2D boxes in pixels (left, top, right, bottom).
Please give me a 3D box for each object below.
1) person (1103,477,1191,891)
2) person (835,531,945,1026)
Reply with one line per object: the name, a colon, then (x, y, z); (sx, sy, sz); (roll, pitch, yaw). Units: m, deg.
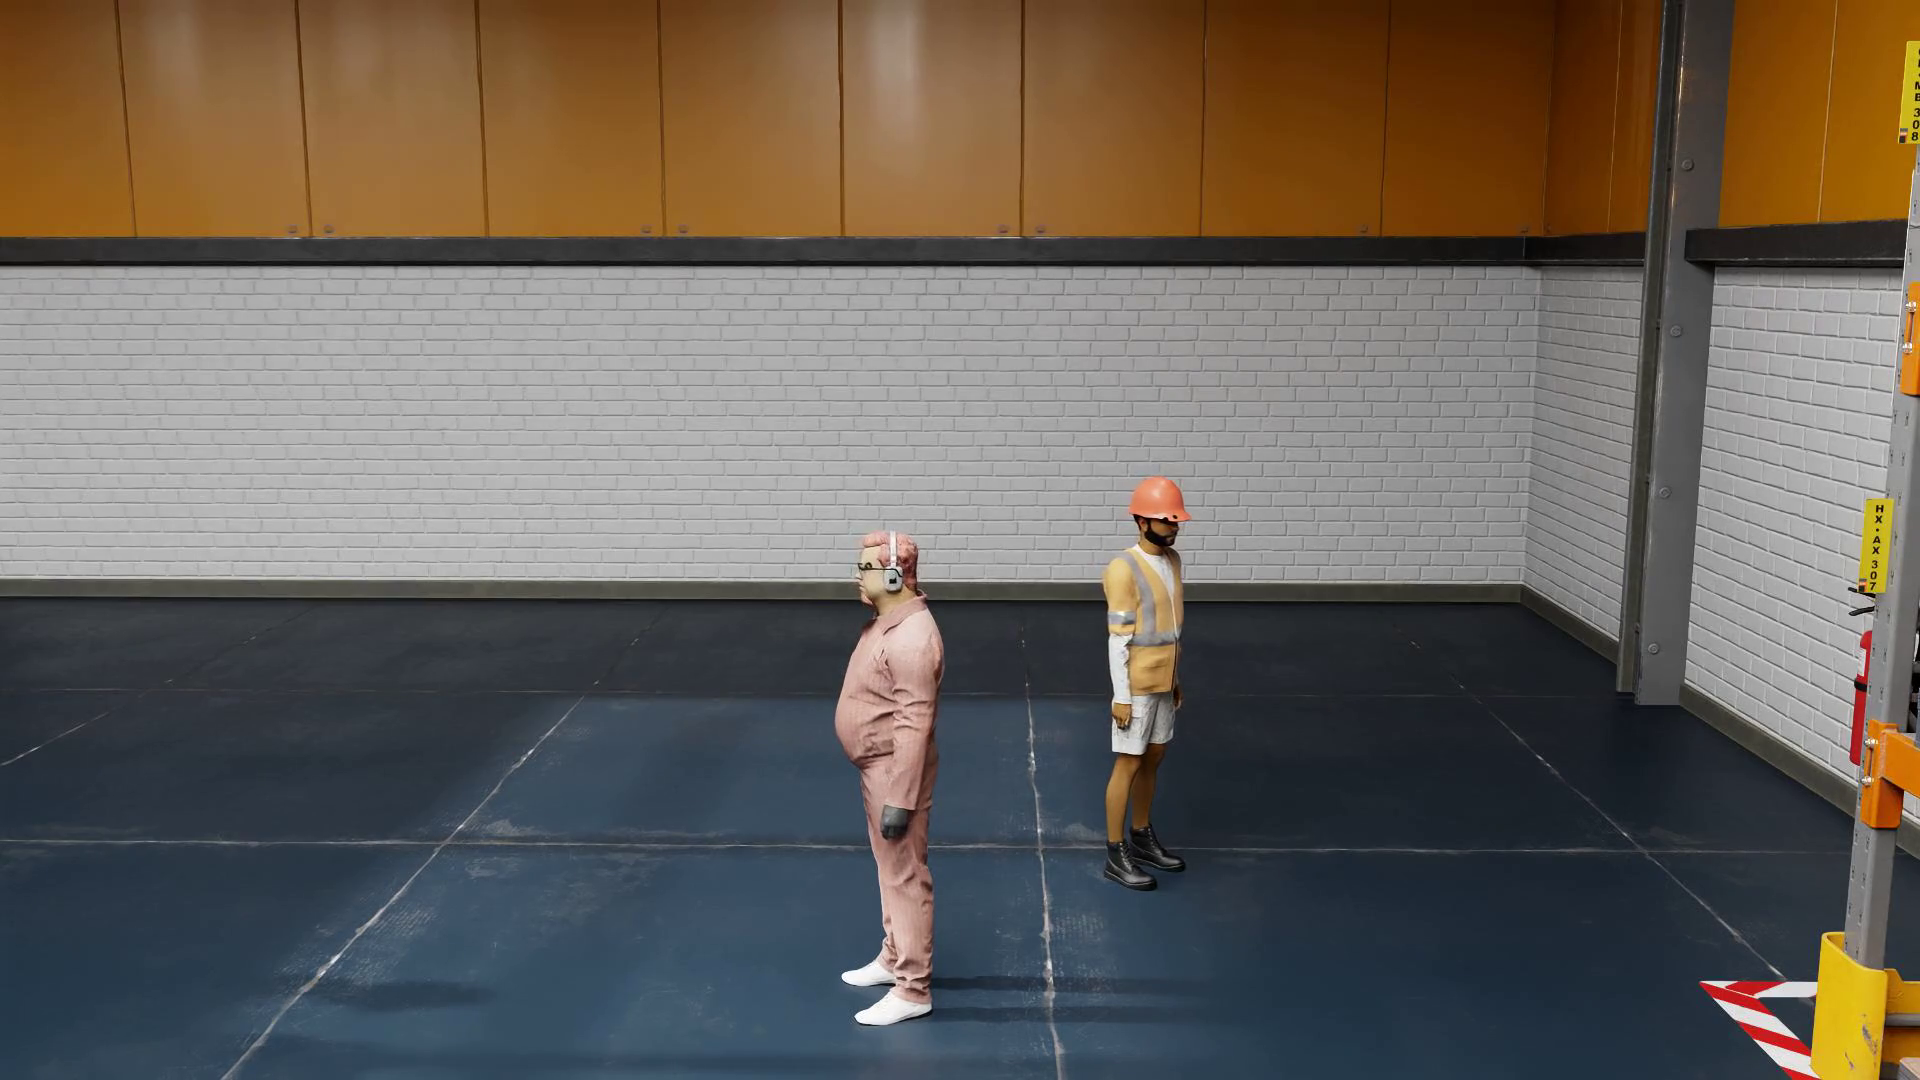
person: (0.903, 0.661, 7.823); (0.373, 1.934, 0.551); (7, 12, 36)
person: (-0.276, 0.906, 6.446); (0.410, 1.909, 0.643); (-2, 10, -10)
